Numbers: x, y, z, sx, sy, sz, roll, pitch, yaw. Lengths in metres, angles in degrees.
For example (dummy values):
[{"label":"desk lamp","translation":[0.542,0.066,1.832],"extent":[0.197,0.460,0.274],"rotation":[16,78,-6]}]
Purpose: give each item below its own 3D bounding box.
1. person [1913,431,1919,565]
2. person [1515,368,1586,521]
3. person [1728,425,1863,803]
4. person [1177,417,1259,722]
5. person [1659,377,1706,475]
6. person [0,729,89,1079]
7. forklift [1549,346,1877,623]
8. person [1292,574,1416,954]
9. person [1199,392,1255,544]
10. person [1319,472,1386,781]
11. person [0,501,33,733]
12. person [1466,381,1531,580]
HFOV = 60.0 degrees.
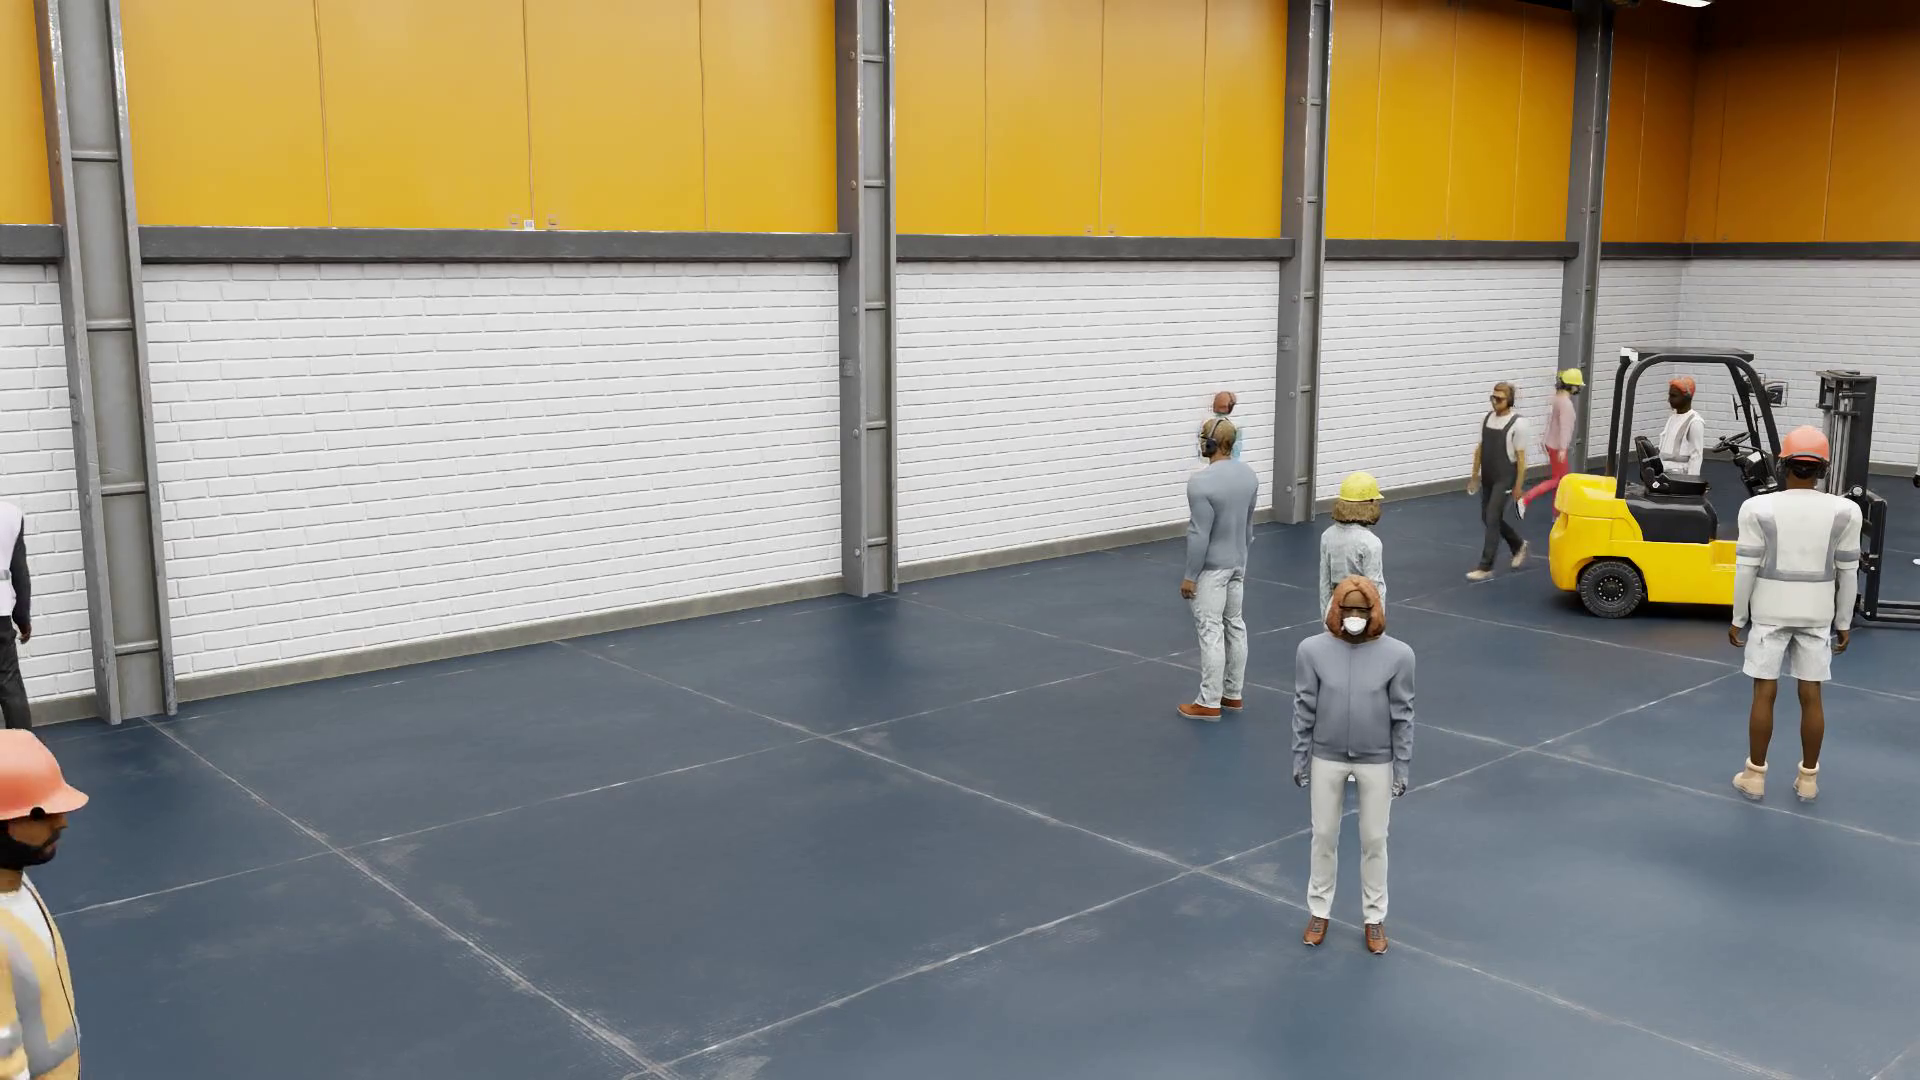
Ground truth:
[{"label":"person","translation":[9.318,-0.688,15.700],"extent":[0.587,1.928,0.382],"rotation":[1,10,5]},{"label":"person","translation":[6.471,-1.017,18.189],"extent":[0.671,1.737,0.556],"rotation":[2,10,10]},{"label":"person","translation":[4.484,0.402,8.981],"extent":[0.615,2.043,0.373],"rotation":[2,10,14]},{"label":"person","translation":[1.626,0.183,10.568],"extent":[0.373,1.940,0.630],"rotation":[9,13,43]},{"label":"person","translation":[6.354,-0.503,14.744],"extent":[0.355,1.884,0.575],"rotation":[0,10,-2]},{"label":"person","translation":[-2.181,1.358,3.848],"extent":[0.969,1.890,0.559],"rotation":[-3,10,-18]},{"label":"forklift","translation":[6.109,-0.478,13.691],"extent":[2.313,2.155,1.214],"rotation":[3,10,16]},{"label":"person","translation":[1.658,0.942,7.045],"extent":[0.502,1.626,0.282],"rotation":[3,10,17]},{"label":"person","translation":[2.617,-0.672,16.565],"extent":[0.533,1.601,0.830],"rotation":[8,13,39]},{"label":"person","translation":[2.224,0.483,9.383],"extent":[0.294,1.744,0.487],"rotation":[-5,11,-28]},{"label":"person","translation":[-5.395,0.440,9.127],"extent":[0.372,1.915,0.596],"rotation":[7,12,36]},{"label":"person","translation":[4.981,-0.557,15.241],"extent":[0.815,1.825,0.518],"rotation":[-5,11,-26]}]
